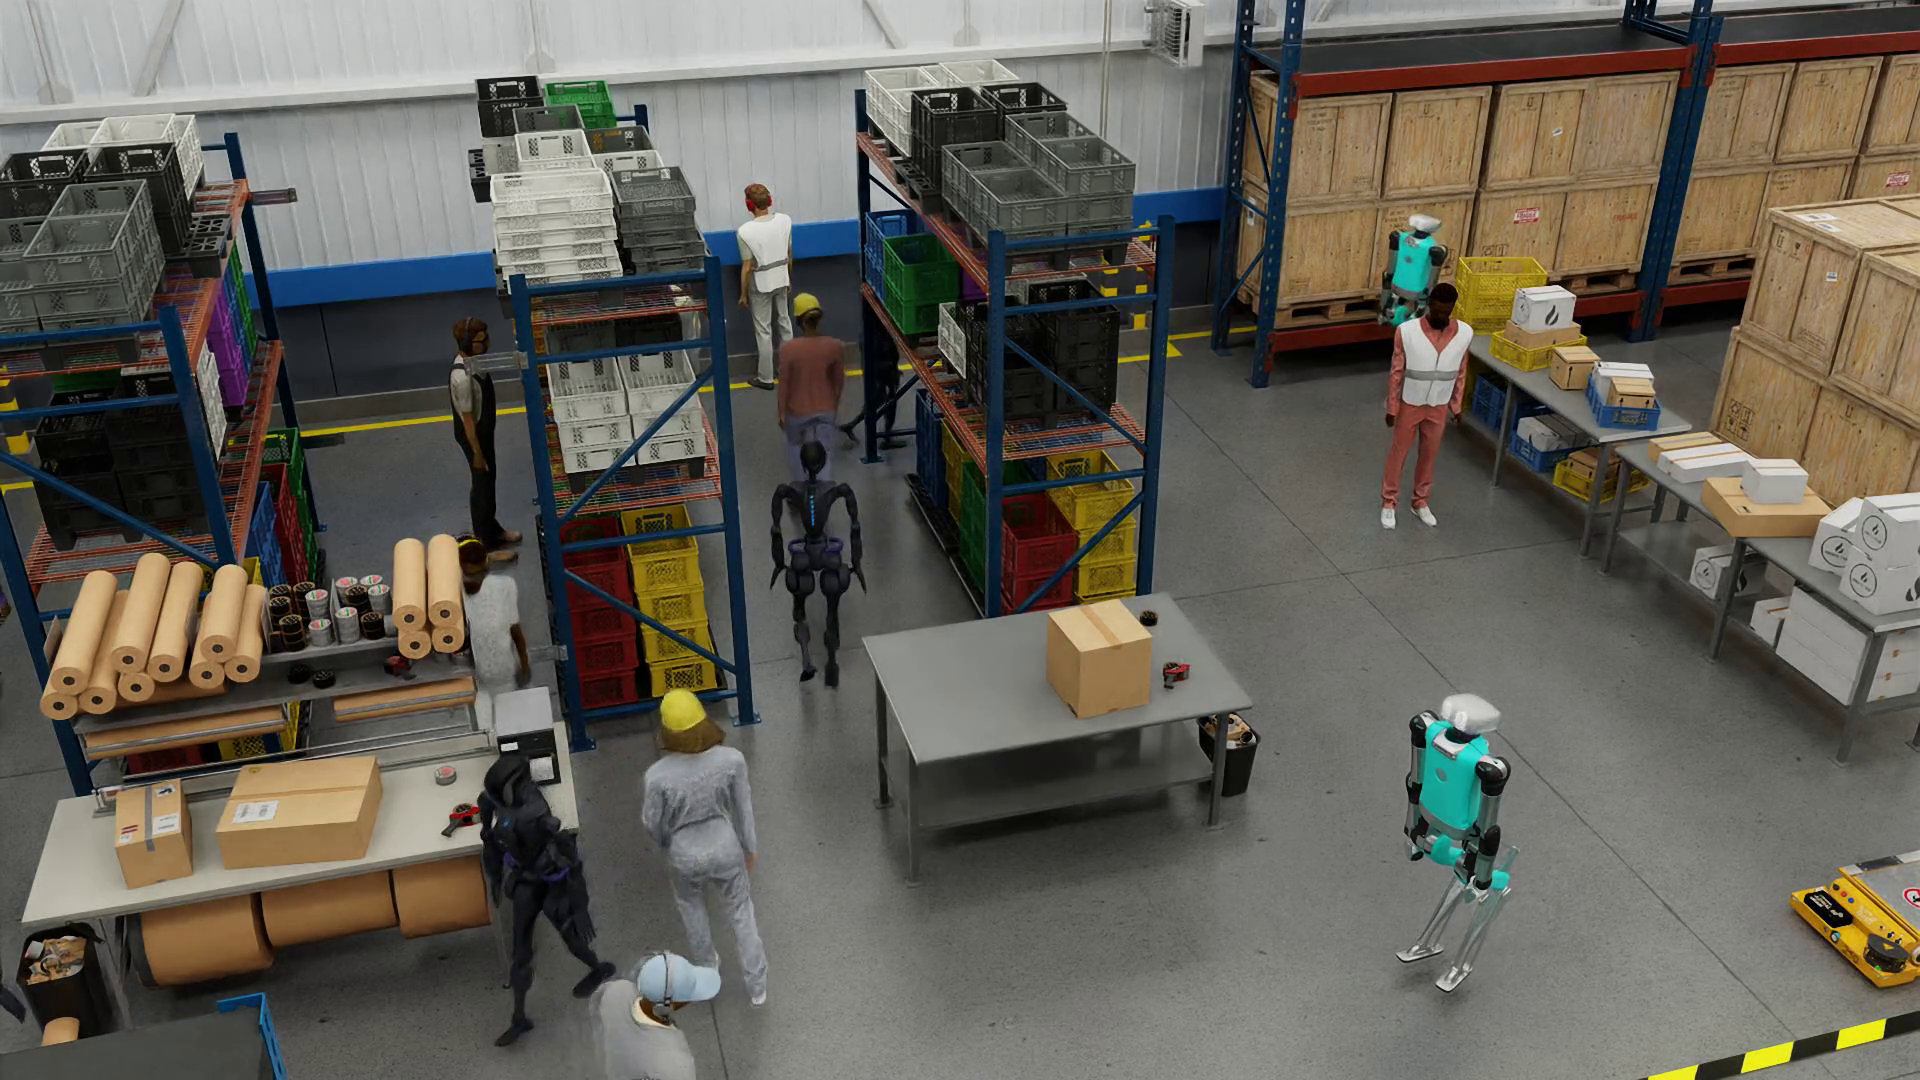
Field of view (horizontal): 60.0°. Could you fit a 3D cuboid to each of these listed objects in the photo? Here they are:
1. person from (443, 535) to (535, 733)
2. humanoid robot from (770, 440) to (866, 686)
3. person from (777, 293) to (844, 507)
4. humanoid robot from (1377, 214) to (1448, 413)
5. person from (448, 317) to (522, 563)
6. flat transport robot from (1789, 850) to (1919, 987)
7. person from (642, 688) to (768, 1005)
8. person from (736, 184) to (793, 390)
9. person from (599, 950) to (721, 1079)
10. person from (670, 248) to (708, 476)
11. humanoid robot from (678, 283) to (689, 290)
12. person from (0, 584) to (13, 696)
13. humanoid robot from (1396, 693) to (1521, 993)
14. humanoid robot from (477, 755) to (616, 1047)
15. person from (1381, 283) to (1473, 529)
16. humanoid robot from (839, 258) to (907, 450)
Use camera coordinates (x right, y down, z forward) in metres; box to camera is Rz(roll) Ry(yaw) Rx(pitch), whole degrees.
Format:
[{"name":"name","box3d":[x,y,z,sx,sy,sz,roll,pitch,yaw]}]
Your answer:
[{"name":"person","box3d":[-2.629,0.748,9.183,0.492,1.833,0.809,-15,32,-26]},{"name":"humanoid robot","box3d":[-0.895,0.170,10.379,0.608,1.646,0.388,-1,29,-2]},{"name":"person","box3d":[-1.126,-0.998,12.451,0.541,1.720,0.622,-10,30,-17]},{"name":"humanoid robot","box3d":[3.973,-1.976,14.256,0.802,1.780,0.579,-23,36,-35]},{"name":"person","box3d":[-3.407,-0.712,11.828,0.336,1.838,0.503,-5,29,-8]},{"name":"flat transport robot","box3d":[5.163,1.916,8.676,1.431,0.231,0.659,-8,30,-14]},{"name":"person","box3d":[-1.230,1.494,7.957,0.514,1.697,0.521,-10,30,-18]},{"name":"person","box3d":[-1.680,-2.201,14.536,0.564,1.837,0.388,-24,37,-37]},{"name":"person","box3d":[-1.234,2.308,6.376,0.810,1.802,0.622,-25,37,-37]},{"name":"person","box3d":[-2.244,-1.412,13.112,0.432,1.835,0.627,-22,35,-34]},{"name":"humanoid robot","box3d":[-2.495,-1.406,13.191,0.774,1.768,0.530,-18,33,-29]},{"name":"person","box3d":[-5.931,0.366,9.716,0.630,1.980,1.057,-5,29,-9]},{"name":"humanoid robot","box3d":[2.470,1.396,7.957,0.735,1.677,0.533,-17,33,-28]},{"name":"humanoid robot","box3d":[-1.974,1.625,7.798,0.611,1.611,0.743,14,32,23]},{"name":"person","box3d":[3.423,-1.000,12.276,0.587,1.913,0.391,-3,29,-5]},{"name":"humanoid robot","box3d":[-0.716,-1.485,13.411,0.533,1.627,0.597,-10,30,-18]}]
